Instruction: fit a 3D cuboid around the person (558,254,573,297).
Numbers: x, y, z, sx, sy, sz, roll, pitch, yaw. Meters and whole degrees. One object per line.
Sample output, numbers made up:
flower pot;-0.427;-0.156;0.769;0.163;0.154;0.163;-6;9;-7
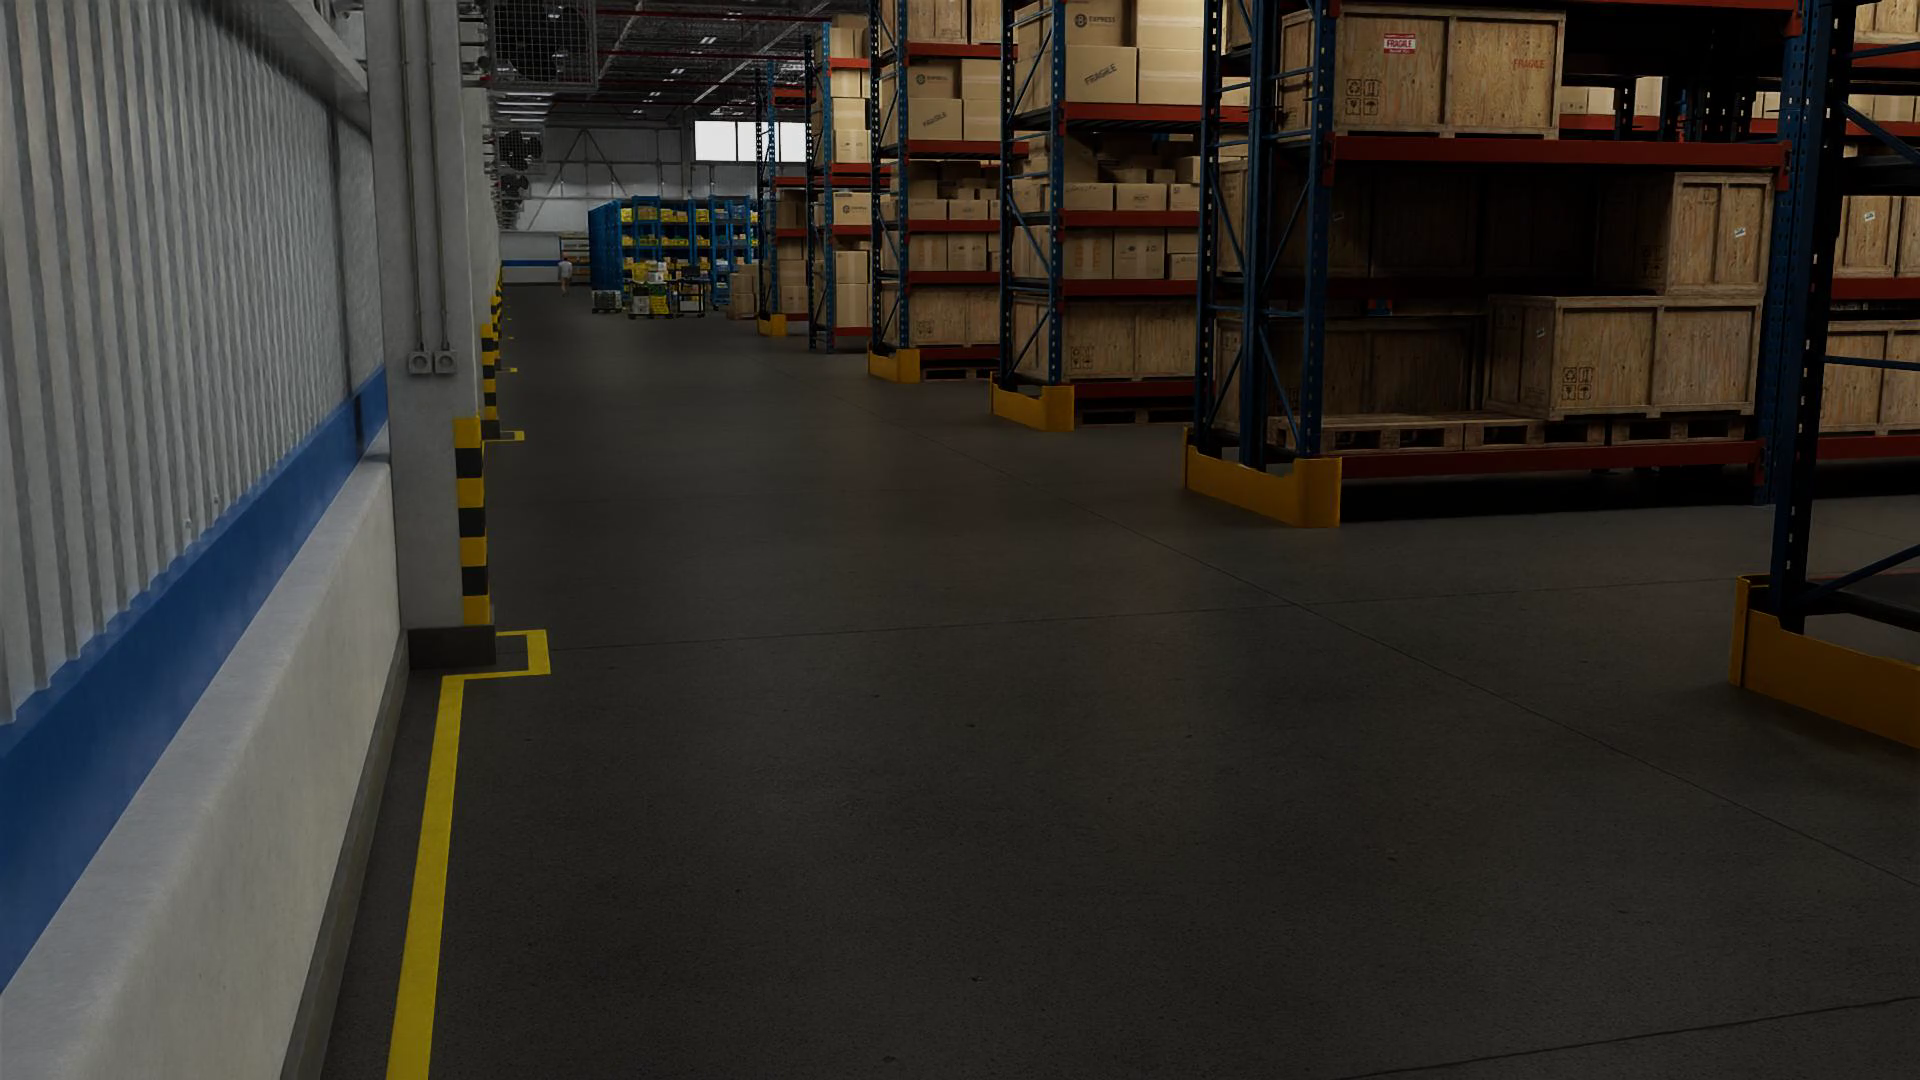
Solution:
person;-15.696;-10.524;66.203;0.581;1.730;0.409;-2;10;-11
